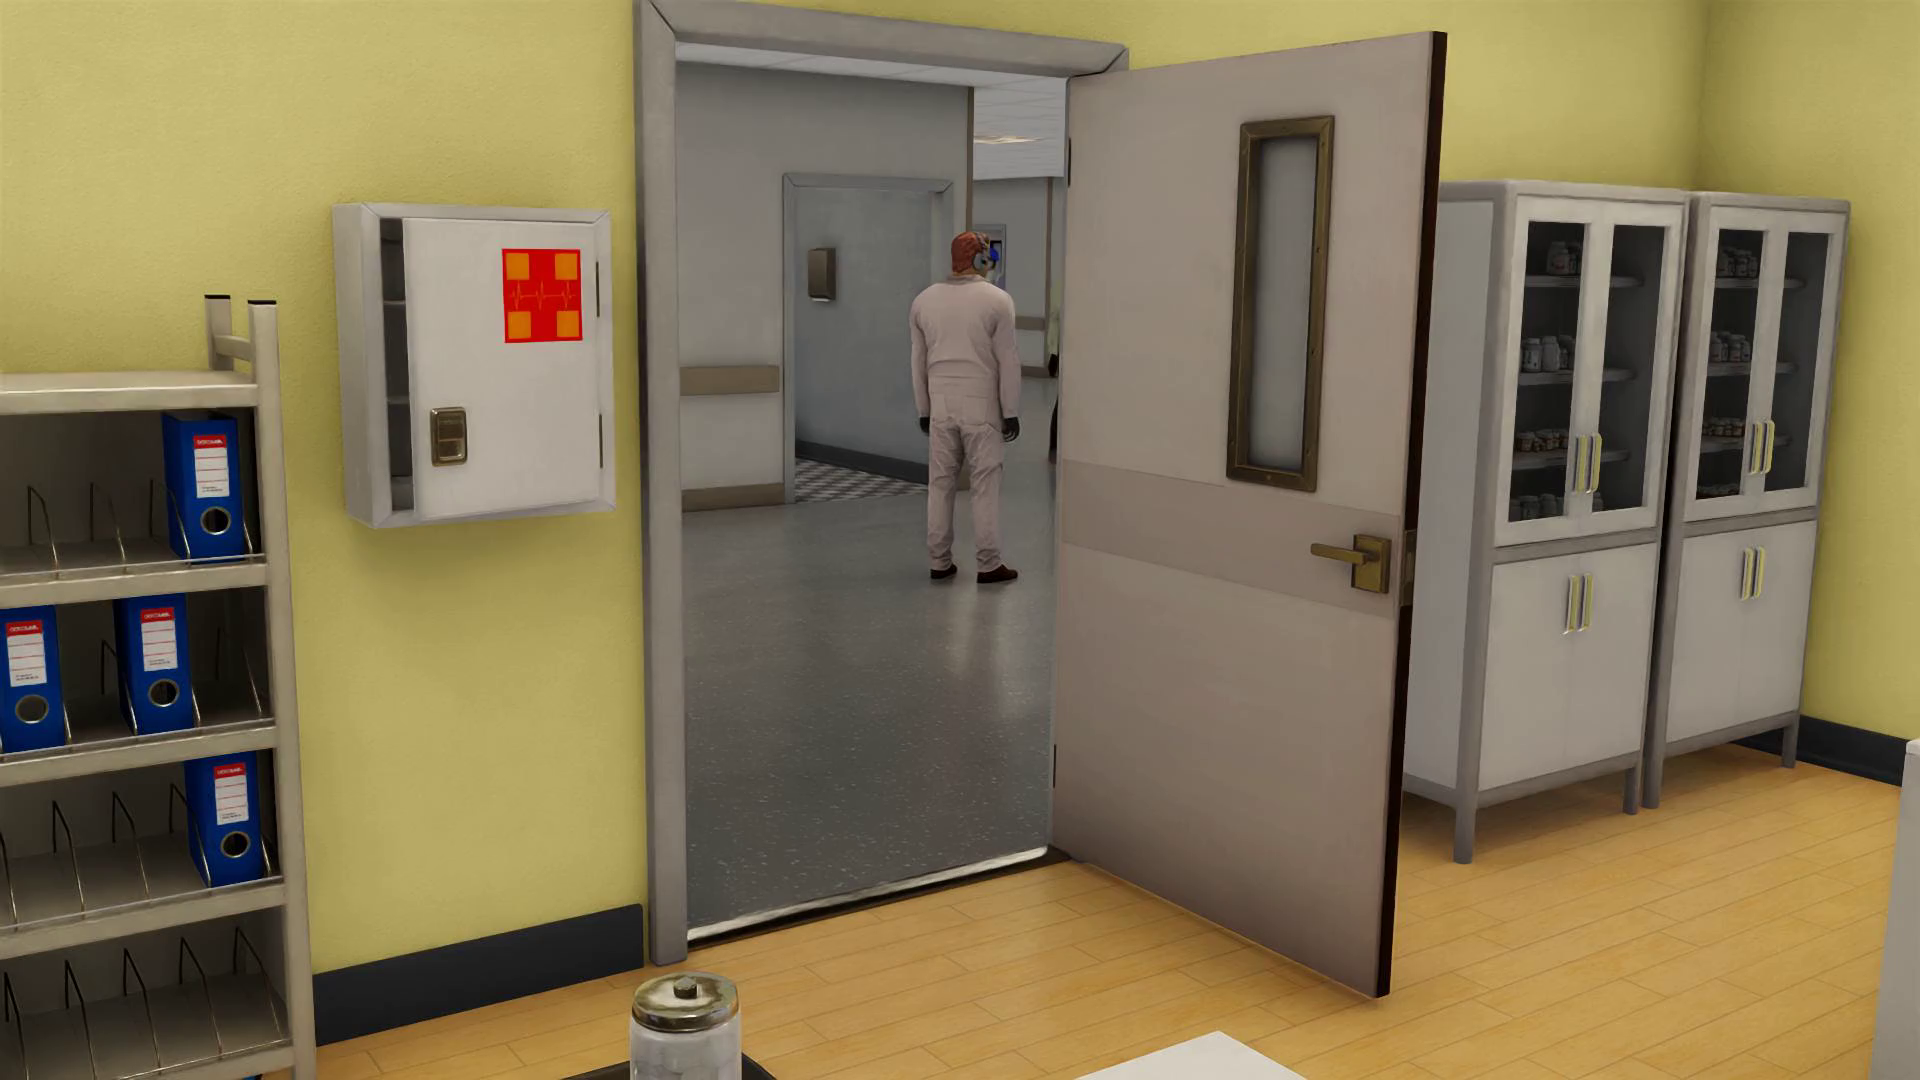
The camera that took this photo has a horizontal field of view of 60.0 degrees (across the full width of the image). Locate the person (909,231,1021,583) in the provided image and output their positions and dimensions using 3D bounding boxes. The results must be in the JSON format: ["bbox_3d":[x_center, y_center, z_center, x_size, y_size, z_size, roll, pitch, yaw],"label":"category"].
[{"bbox_3d":[0.052,-0.716,9.067,0.636,1.903,0.405,6,11,27],"label":"person"}]
